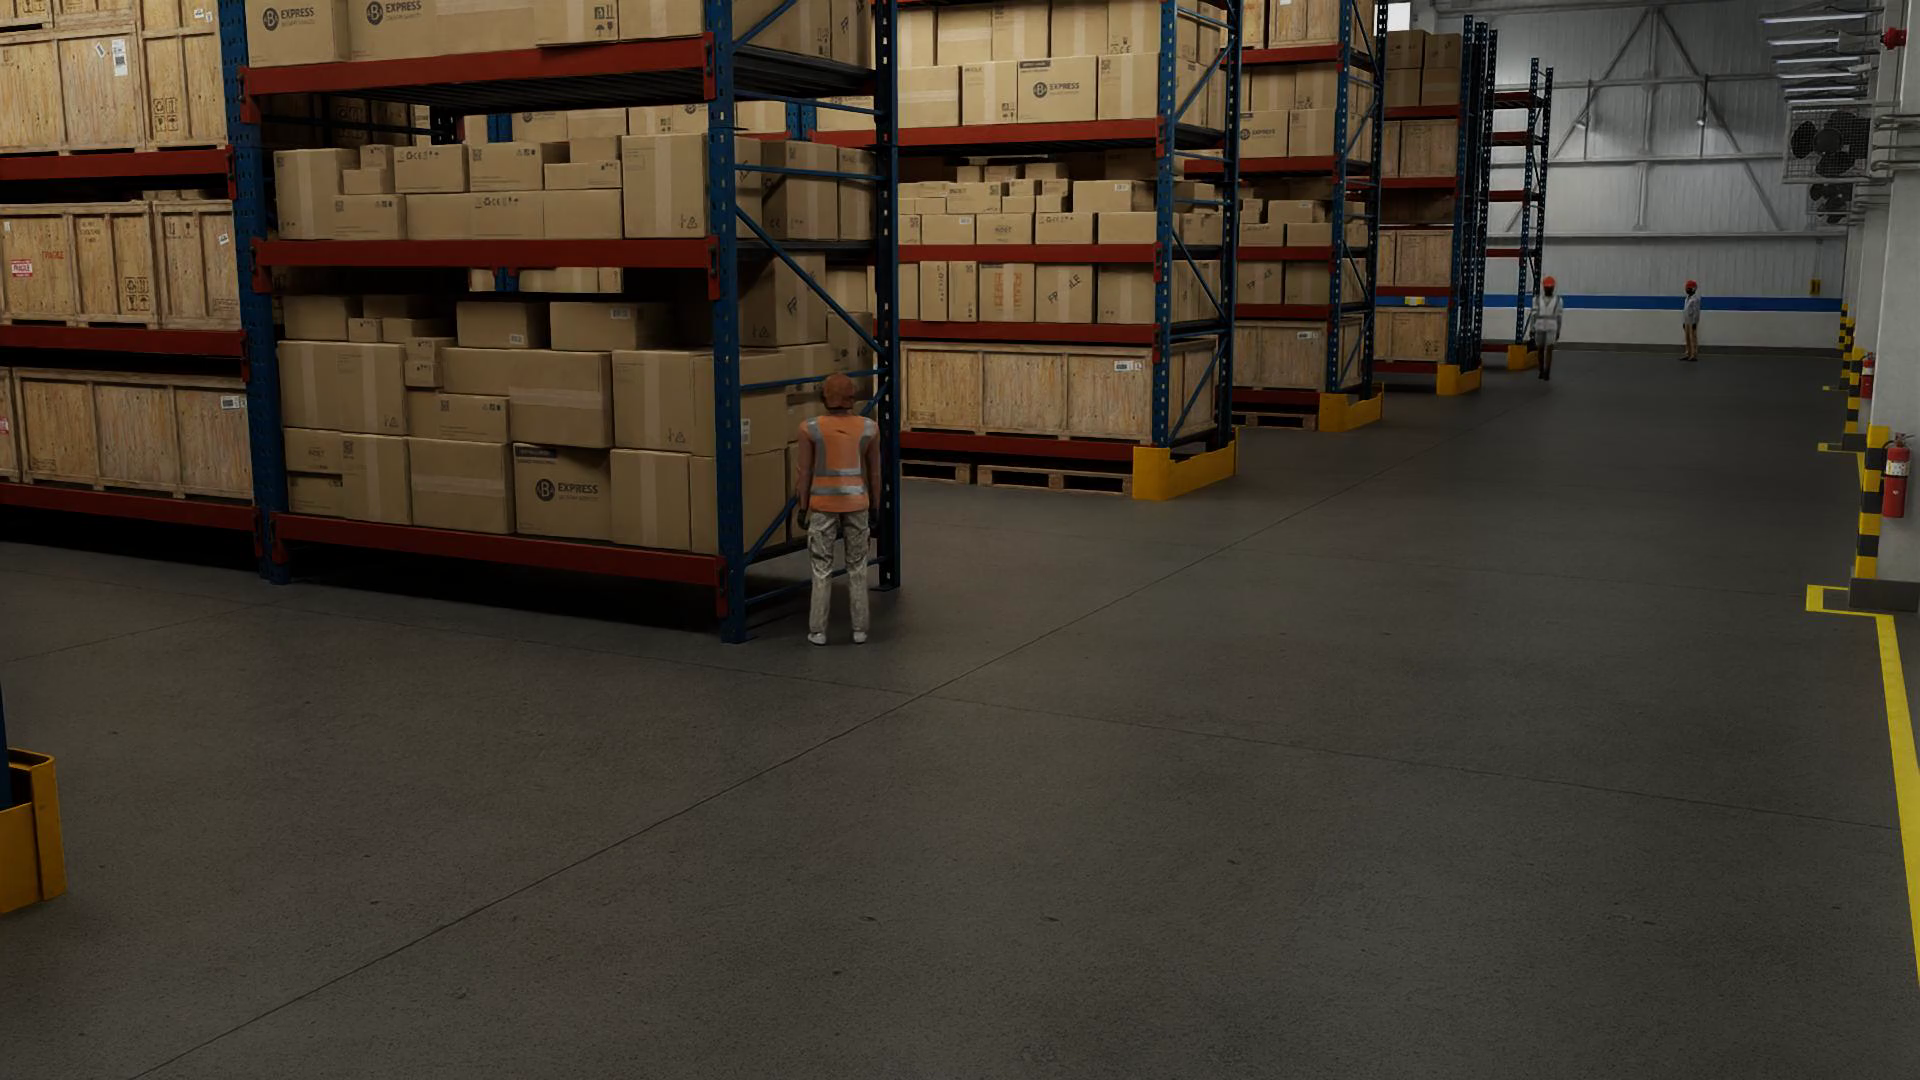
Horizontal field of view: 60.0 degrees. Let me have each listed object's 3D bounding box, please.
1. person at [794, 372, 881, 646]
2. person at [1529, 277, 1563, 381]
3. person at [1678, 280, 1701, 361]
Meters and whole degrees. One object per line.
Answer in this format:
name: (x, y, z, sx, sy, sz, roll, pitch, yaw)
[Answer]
person: (-0.724, -0.176, 9.886, 0.518, 1.632, 0.314, -3, 10, -15)
person: (10.774, -3.875, 30.586, 0.550, 1.889, 1.012, 5, 11, 25)
person: (15.744, -4.723, 35.886, 0.361, 1.742, 0.563, 0, 10, -1)
